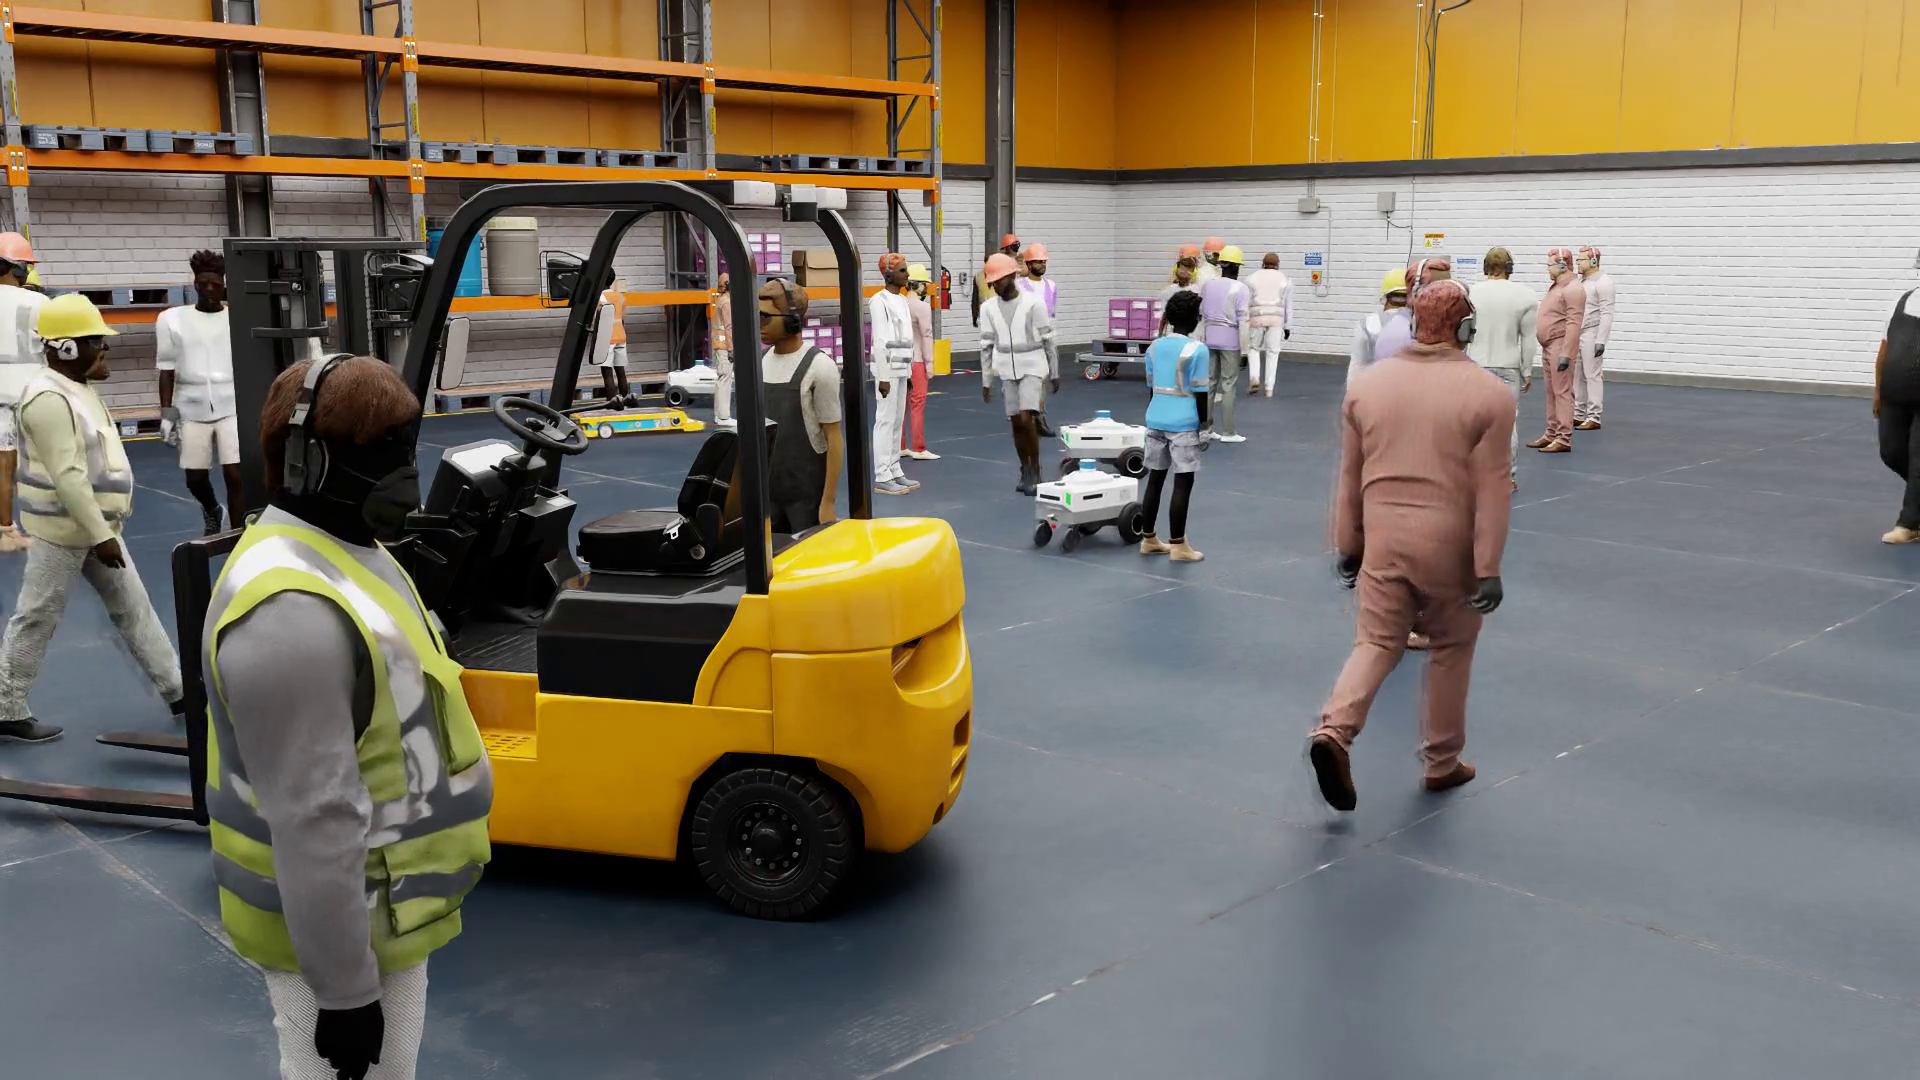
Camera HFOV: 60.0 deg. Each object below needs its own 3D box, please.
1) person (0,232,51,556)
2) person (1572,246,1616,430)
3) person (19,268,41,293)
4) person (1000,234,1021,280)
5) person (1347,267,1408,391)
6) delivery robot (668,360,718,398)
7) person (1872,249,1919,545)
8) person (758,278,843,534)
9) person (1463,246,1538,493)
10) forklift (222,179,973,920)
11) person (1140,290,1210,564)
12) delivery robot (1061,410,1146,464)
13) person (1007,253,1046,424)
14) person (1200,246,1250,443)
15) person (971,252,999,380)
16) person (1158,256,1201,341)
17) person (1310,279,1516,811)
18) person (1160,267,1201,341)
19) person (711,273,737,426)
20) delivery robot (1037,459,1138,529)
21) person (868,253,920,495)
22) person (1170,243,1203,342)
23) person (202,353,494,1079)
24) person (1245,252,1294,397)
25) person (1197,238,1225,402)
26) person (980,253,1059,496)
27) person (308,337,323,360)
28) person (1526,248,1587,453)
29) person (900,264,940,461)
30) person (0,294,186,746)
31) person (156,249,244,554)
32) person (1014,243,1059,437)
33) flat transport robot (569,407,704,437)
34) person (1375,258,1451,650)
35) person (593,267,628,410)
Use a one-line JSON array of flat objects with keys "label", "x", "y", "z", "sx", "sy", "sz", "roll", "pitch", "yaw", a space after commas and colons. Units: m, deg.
[{"label": "person", "x": -5.943, "y": -0.916, "z": 10.532, "sx": 0.615, "sy": 2.040, "sz": 0.391, "roll": 1, "pitch": 10, "yaw": 4}, {"label": "person", "x": 6.526, "y": -2.102, "z": 17.376, "sx": 0.400, "sy": 1.907, "sz": 0.645, "roll": -2, "pitch": 11, "yaw": -10}, {"label": "person", "x": -7.603, "y": -1.356, "z": 13.679, "sx": 0.528, "sy": 1.772, "sz": 0.304, "roll": -5, "pitch": 12, "yaw": -26}, {"label": "person", "x": 0.764, "y": -3.476, "z": 24.522, "sx": 0.403, "sy": 2.033, "sz": 0.607, "roll": 6, "pitch": 12, "yaw": 28}, {"label": "person", "x": 2.978, "y": -0.962, "z": 11.435, "sx": 0.588, "sy": 1.808, "sz": 0.792, "roll": -2, "pitch": 11, "yaw": -9}, {"label": "delivery robot", "x": -3.058, "y": -1.872, "z": 19.551, "sx": 0.707, "sy": 0.478, "sz": 0.477, "roll": 1, "pitch": 10, "yaw": 4}, {"label": "person", "x": 6.432, "y": -1.004, "z": 11.018, "sx": 0.781, "sy": 2.000, "sz": 0.691, "roll": -6, "pitch": 12, "yaw": -29}, {"label": "person", "x": -0.726, "y": -0.192, "z": 7.128, "sx": 0.509, "sy": 1.842, "sz": 0.329, "roll": 8, "pitch": 13, "yaw": 37}, {"label": "person", "x": 4.178, "y": -1.325, "z": 13.057, "sx": 0.628, "sy": 1.936, "sz": 0.375, "roll": 3, "pitch": 11, "yaw": 17}, {"label": "forklift", "x": -1.114, "y": -0.058, "z": 5.440, "sx": 2.313, "sy": 2.155, "sz": 1.214, "roll": 2, "pitch": 11, "yaw": 13}, {"label": "person", "x": 1.345, "y": -0.704, "z": 10.350, "sx": 0.322, "sy": 1.690, "sz": 0.535, "roll": -7, "pitch": 12, "yaw": -33}, {"label": "delivery robot", "x": 1.203, "y": -0.842, "z": 13.936, "sx": 0.707, "sy": 0.478, "sz": 0.477, "roll": 0, "pitch": 10, "yaw": -3}, {"label": "person", "x": 0.774, "y": -2.159, "z": 17.873, "sx": 0.396, "sy": 1.837, "sz": 0.564, "roll": -4, "pitch": 11, "yaw": -22}, {"label": "person", "x": 2.595, "y": -1.914, "z": 16.311, "sx": 0.388, "sy": 1.924, "sz": 0.606, "roll": -10, "pitch": 14, "yaw": -42}, {"label": "person", "x": 0.453, "y": -3.173, "z": 23.545, "sx": 0.623, "sy": 1.779, "sz": 1.000, "roll": 4, "pitch": 11, "yaw": 22}, {"label": "person", "x": 2.265, "y": -2.035, "z": 17.275, "sx": 0.550, "sy": 1.800, "sz": 0.988, "roll": 10, "pitch": 14, "yaw": 43}, {"label": "person", "x": 1.584, "y": 0.030, "z": 5.857, "sx": 0.658, "sy": 1.878, "sz": 0.841, "roll": 9, "pitch": 14, "yaw": 41}, {"label": "person", "x": 2.612, "y": -2.447, "z": 19.770, "sx": 0.503, "sy": 1.715, "sz": 0.587, "roll": 4, "pitch": 11, "yaw": 20}, {"label": "person", "x": -2.489, "y": -2.030, "z": 17.742, "sx": 0.318, "sy": 1.630, "sz": 0.513, "roll": -3, "pitch": 11, "yaw": -14}, {"label": "delivery robot", "x": 0.835, "y": -0.286, "z": 10.905, "sx": 0.707, "sy": 0.478, "sz": 0.477, "roll": -9, "pitch": 14, "yaw": -41}, {"label": "person", "x": -0.521, "y": -1.305, "z": 13.091, "sx": 0.356, "sy": 1.885, "sz": 0.574, "roll": 3, "pitch": 11, "yaw": 17}, {"label": "person", "x": 2.985, "y": -2.839, "z": 21.364, "sx": 0.751, "sy": 1.911, "sz": 0.577, "roll": -7, "pitch": 13, "yaw": -34}, {"label": "person", "x": -0.975, "y": 0.618, "z": 2.725, "sx": 0.429, "sy": 1.839, "sz": 0.633, "roll": -3, "pitch": 11, "yaw": -16}, {"label": "person", "x": 3.873, "y": -2.716, "z": 20.983, "sx": 0.643, "sy": 1.814, "sz": 0.465, "roll": 1, "pitch": 10, "yaw": 7}, {"label": "person", "x": 3.070, "y": -2.681, "z": 20.324, "sx": 0.396, "sy": 1.985, "sz": 0.645, "roll": 4, "pitch": 11, "yaw": 23}, {"label": "person", "x": 0.449, "y": -1.286, "z": 12.978, "sx": 0.573, "sy": 1.883, "sz": 0.637, "roll": 5, "pitch": 12, "yaw": 25}, {"label": "person", "x": -5.803, "y": -1.439, "z": 14.536, "sx": 0.517, "sy": 1.615, "sz": 0.498, "roll": 4, "pitch": 11, "yaw": 22}, {"label": "person", "x": 5.583, "y": -1.768, "z": 15.573, "sx": 0.406, "sy": 1.902, "sz": 0.638, "roll": 1, "pitch": 10, "yaw": 3}, {"label": "person", "x": -0.416, "y": -1.602, "z": 15.041, "sx": 0.329, "sy": 1.765, "sz": 0.525, "roll": -8, "pitch": 13, "yaw": -38}, {"label": "person", "x": -3.485, "y": -0.071, "z": 6.635, "sx": 0.945, "sy": 1.791, "sz": 0.584, "roll": -2, "pitch": 11, "yaw": -13}, {"label": "person", "x": -4.520, "y": -0.789, "z": 10.105, "sx": 0.623, "sy": 1.944, "sz": 0.663, "roll": -3, "pitch": 11, "yaw": -18}, {"label": "person", "x": 0.751, "y": -1.984, "z": 16.634, "sx": 0.548, "sy": 1.942, "sz": 0.348, "roll": -6, "pitch": 12, "yaw": -30}, {"label": "flat transport robot", "x": -3.409, "y": -1.212, "z": 16.982, "sx": 1.431, "sy": 0.197, "sz": 0.652, "roll": -6, "pitch": 12, "yaw": -29}, {"label": "person", "x": 2.282, "y": -0.430, "z": 8.250, "sx": 0.404, "sy": 1.911, "sz": 0.636, "roll": 7, "pitch": 12, "yaw": 32}, {"label": "person", "x": -3.892, "y": -2.194, "z": 18.443, "sx": 0.322, "sy": 1.697, "sz": 0.535, "roll": 5, "pitch": 12, "yaw": 27}]
